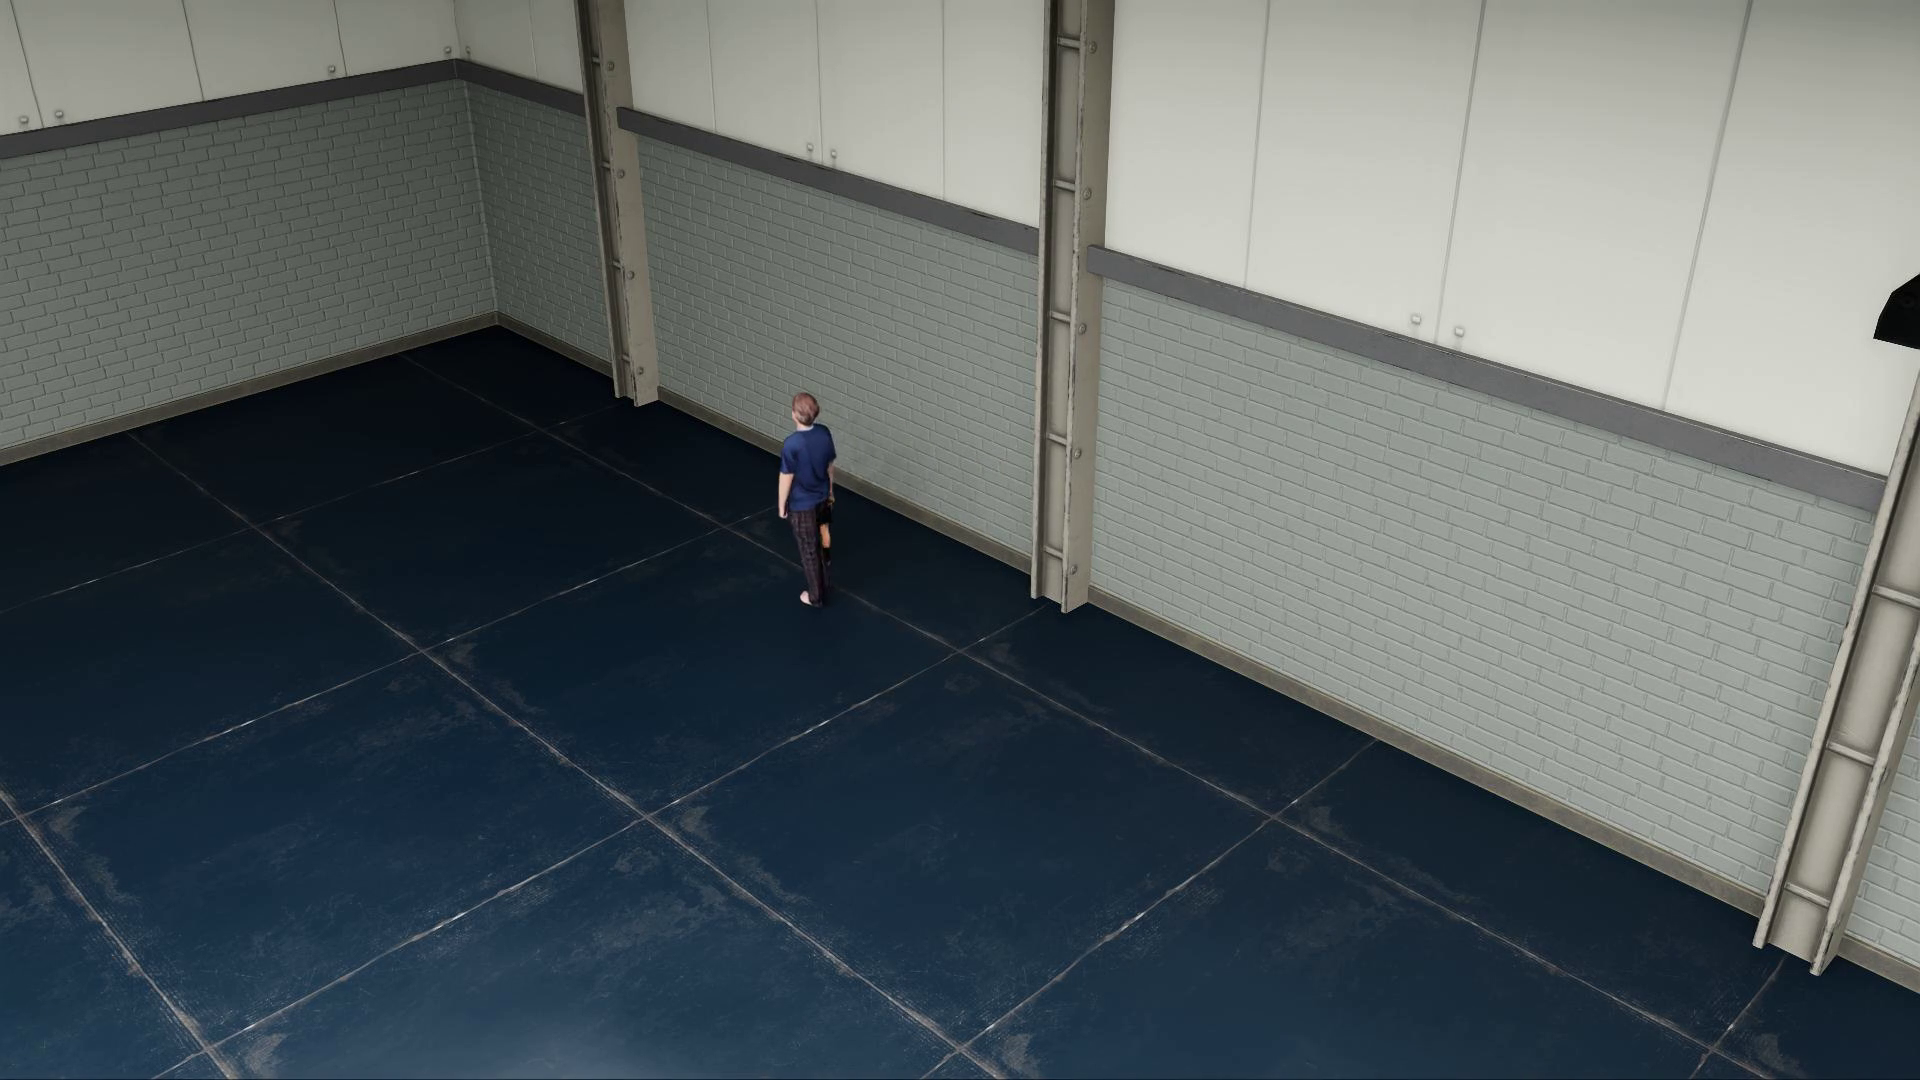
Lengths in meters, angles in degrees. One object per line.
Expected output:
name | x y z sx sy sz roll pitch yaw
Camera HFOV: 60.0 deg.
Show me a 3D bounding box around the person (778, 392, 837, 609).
person | -1.147 -0.286 13.308 0.621 1.864 0.674 24 36 38
